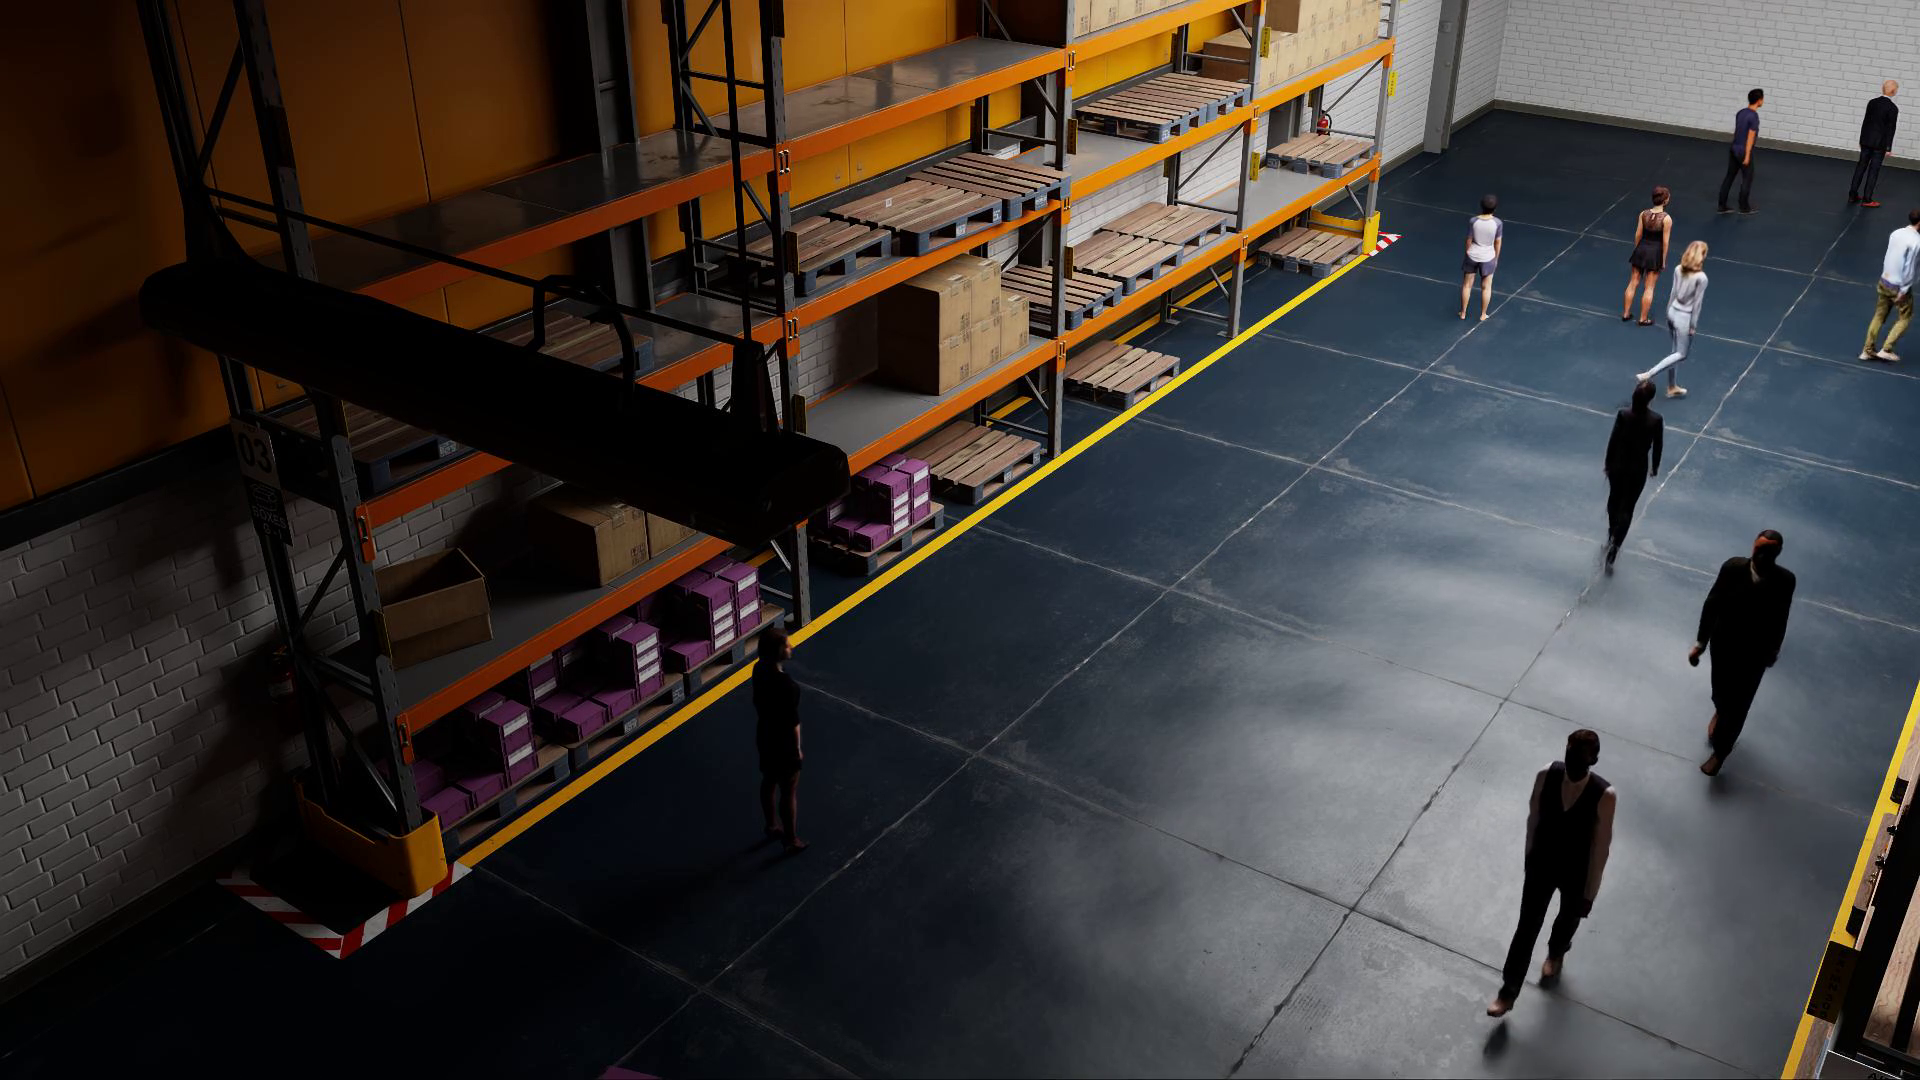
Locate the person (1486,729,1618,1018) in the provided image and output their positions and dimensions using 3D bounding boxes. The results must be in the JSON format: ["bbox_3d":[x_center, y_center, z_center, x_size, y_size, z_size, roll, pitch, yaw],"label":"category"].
[{"bbox_3d":[3.637,1.908,9.918,0.724,1.897,1.201,21,35,33],"label":"person"}]

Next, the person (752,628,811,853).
[{"bbox_3d":[-1.222,1.348,11.148,0.583,1.703,0.635,-23,36,-35],"label":"person"}]

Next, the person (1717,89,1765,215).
[{"bbox_3d":[11.030,-5.500,23.626,0.957,1.775,0.897,-4,29,-8],"label":"person"}]

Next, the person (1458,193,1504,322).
[{"bbox_3d":[6.276,-3.414,20.021,0.616,1.566,0.600,10,30,17],"label":"person"}]

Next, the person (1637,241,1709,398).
[{"bbox_3d":[7.650,-2.316,17.789,1.071,1.776,0.938,-10,30,-18],"label":"person"}]

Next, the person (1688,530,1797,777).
[{"bbox_3d":[5.701,0.726,12.120,0.695,1.865,1.212,20,34,32],"label":"person"}]

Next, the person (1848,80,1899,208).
[{"bbox_3d":[13.231,-5.739,24.039,0.780,1.800,0.775,-11,31,-19],"label":"person"}]

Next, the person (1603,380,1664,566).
[{"bbox_3d":[5.904,-0.570,14.691,0.692,1.676,1.083,14,32,24],"label":"person"}]

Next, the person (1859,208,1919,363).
[{"bbox_3d":[10.490,-2.867,18.782,0.877,1.791,0.814,-4,29,-6],"label":"person"}]

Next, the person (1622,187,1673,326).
[{"bbox_3d":[8.235,-3.408,19.896,0.634,1.675,0.635,-22,36,-35],"label":"person"}]
